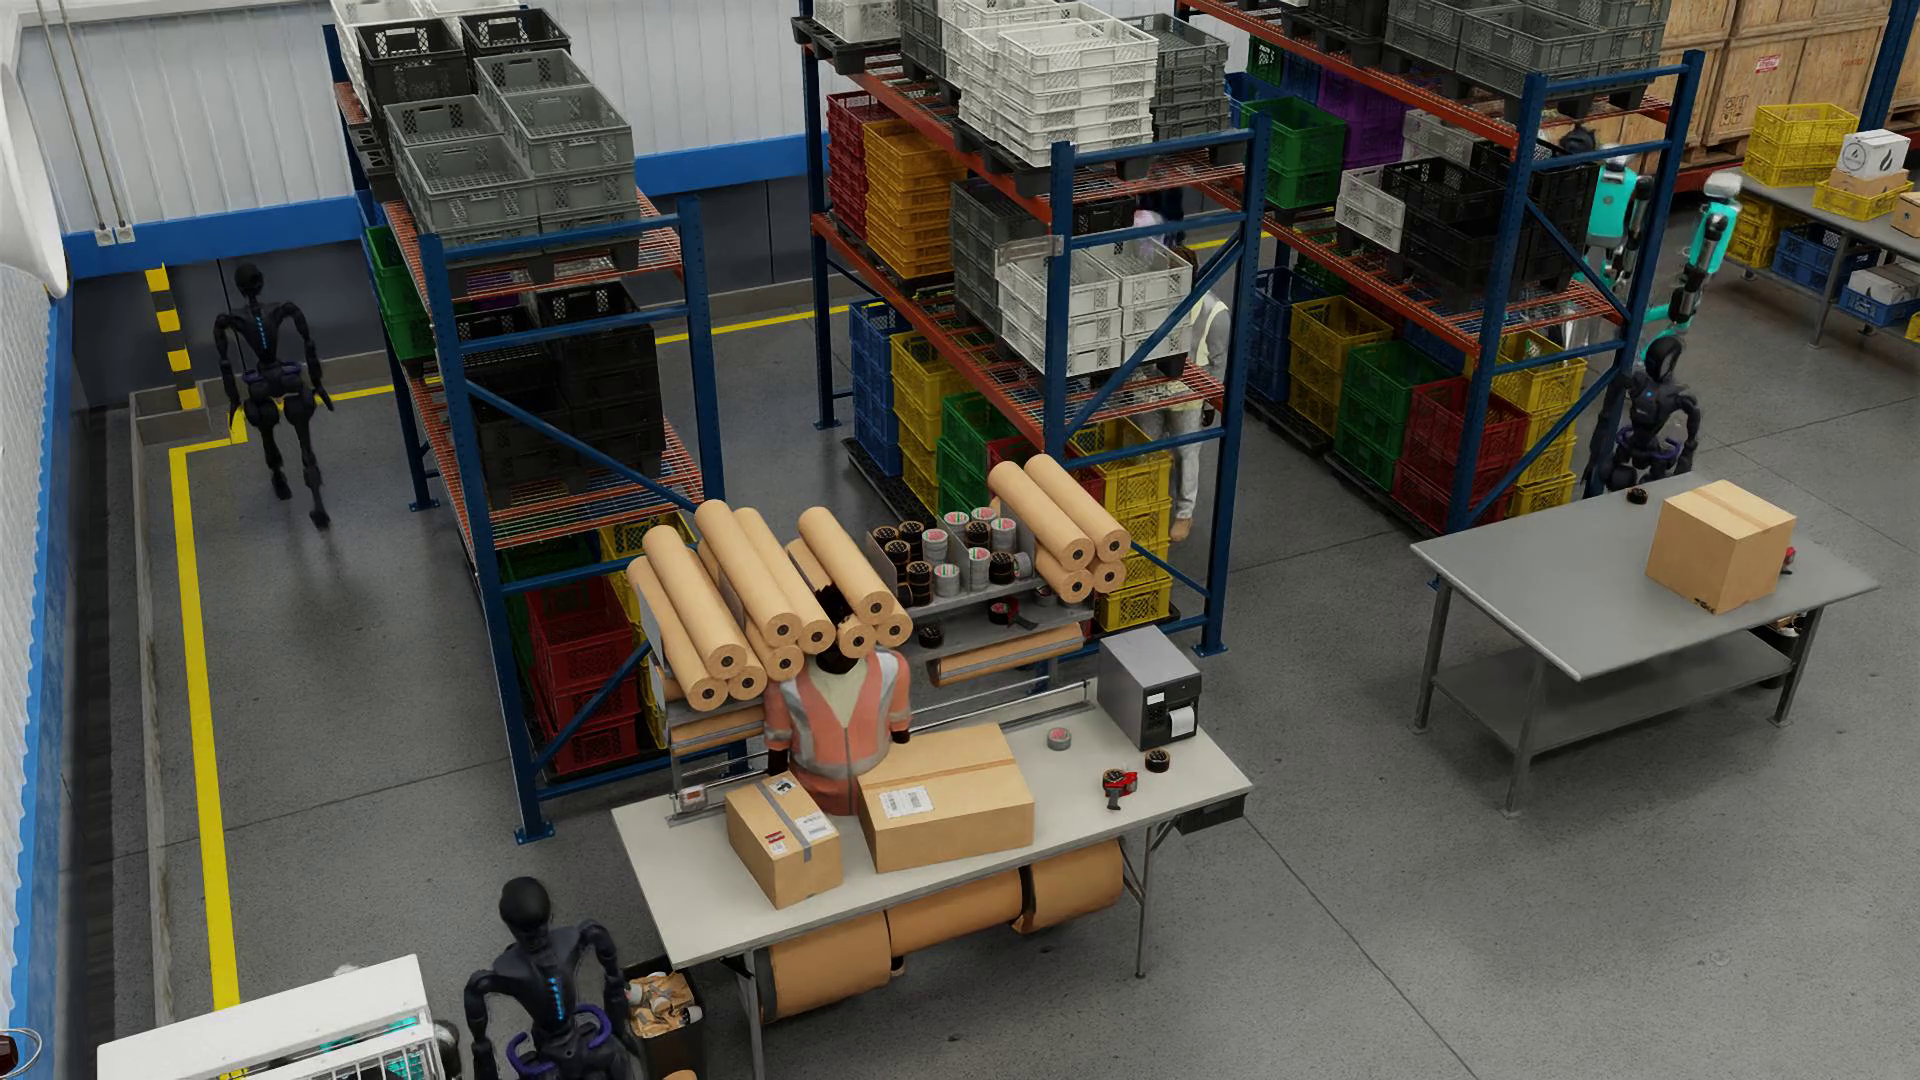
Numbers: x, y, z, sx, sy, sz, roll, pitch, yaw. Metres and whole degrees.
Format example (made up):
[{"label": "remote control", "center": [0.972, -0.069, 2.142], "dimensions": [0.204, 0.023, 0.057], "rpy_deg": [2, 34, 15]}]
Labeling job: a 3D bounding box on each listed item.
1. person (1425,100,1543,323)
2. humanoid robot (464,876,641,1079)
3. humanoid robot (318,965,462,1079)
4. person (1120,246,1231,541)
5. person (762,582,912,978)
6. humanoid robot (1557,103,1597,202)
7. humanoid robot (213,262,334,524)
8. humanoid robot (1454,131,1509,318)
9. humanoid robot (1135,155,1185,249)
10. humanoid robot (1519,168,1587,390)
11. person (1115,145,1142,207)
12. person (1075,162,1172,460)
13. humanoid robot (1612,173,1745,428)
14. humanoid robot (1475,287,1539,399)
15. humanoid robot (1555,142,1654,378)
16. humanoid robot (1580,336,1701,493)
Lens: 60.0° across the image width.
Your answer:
[{"label": "person", "center": [4.109, -2.570, 12.701], "dimensions": [1.000, 1.768, 0.600], "rpy_deg": [27, 41, 37]}, {"label": "humanoid robot", "center": [-1.380, 1.794, 5.706], "dimensions": [0.601, 1.650, 0.316], "rpy_deg": [-20, 37, -30]}, {"label": "humanoid robot", "center": [-1.762, 2.153, 5.057], "dimensions": [0.531, 1.779, 0.696], "rpy_deg": [2, 32, 4]}, {"label": "person", "center": [1.242, -0.867, 9.878], "dimensions": [0.632, 1.842, 0.429], "rpy_deg": [17, 35, 25]}, {"label": "person", "center": [-0.478, 1.003, 6.732], "dimensions": [0.603, 1.957, 0.369], "rpy_deg": [-8, 33, -13]}, {"label": "humanoid robot", "center": [4.726, -2.604, 12.862], "dimensions": [0.551, 1.636, 0.589], "rpy_deg": [13, 34, 19]}, {"label": "humanoid robot", "center": [-4.167, -0.901, 10.133], "dimensions": [0.609, 1.627, 0.770], "rpy_deg": [-16, 35, -25]}, {"label": "humanoid robot", "center": [3.840, -2.144, 12.057], "dimensions": [0.555, 1.725, 1.042], "rpy_deg": [-15, 35, -22]}, {"label": "humanoid robot", "center": [1.392, -2.269, 12.331], "dimensions": [0.616, 1.640, 0.601], "rpy_deg": [-13, 34, -21]}, {"label": "humanoid robot", "center": [4.089, -1.778, 11.545], "dimensions": [0.584, 1.630, 0.730], "rpy_deg": [-22, 38, -32]}, {"label": "person", "center": [1.373, -2.981, 13.274], "dimensions": [0.356, 1.882, 0.573], "rpy_deg": [11, 33, 17]}, {"label": "person", "center": [1.084, -1.484, 10.749], "dimensions": [0.626, 1.989, 1.066], "rpy_deg": [-18, 36, -26]}, {"label": "humanoid robot", "center": [4.742, -1.628, 11.233], "dimensions": [0.794, 1.800, 0.543], "rpy_deg": [17, 35, 25]}, {"label": "humanoid robot", "center": [3.720, -1.607, 11.229], "dimensions": [0.537, 1.748, 0.961], "rpy_deg": [-18, 36, -27]}, {"label": "humanoid robot", "center": [4.544, -1.998, 11.886], "dimensions": [0.530, 1.869, 0.782], "rpy_deg": [12, 34, 19]}, {"label": "humanoid robot", "center": [3.790, -0.395, 9.306], "dimensions": [0.609, 1.625, 0.761], "rpy_deg": [27, 41, 37]}]
